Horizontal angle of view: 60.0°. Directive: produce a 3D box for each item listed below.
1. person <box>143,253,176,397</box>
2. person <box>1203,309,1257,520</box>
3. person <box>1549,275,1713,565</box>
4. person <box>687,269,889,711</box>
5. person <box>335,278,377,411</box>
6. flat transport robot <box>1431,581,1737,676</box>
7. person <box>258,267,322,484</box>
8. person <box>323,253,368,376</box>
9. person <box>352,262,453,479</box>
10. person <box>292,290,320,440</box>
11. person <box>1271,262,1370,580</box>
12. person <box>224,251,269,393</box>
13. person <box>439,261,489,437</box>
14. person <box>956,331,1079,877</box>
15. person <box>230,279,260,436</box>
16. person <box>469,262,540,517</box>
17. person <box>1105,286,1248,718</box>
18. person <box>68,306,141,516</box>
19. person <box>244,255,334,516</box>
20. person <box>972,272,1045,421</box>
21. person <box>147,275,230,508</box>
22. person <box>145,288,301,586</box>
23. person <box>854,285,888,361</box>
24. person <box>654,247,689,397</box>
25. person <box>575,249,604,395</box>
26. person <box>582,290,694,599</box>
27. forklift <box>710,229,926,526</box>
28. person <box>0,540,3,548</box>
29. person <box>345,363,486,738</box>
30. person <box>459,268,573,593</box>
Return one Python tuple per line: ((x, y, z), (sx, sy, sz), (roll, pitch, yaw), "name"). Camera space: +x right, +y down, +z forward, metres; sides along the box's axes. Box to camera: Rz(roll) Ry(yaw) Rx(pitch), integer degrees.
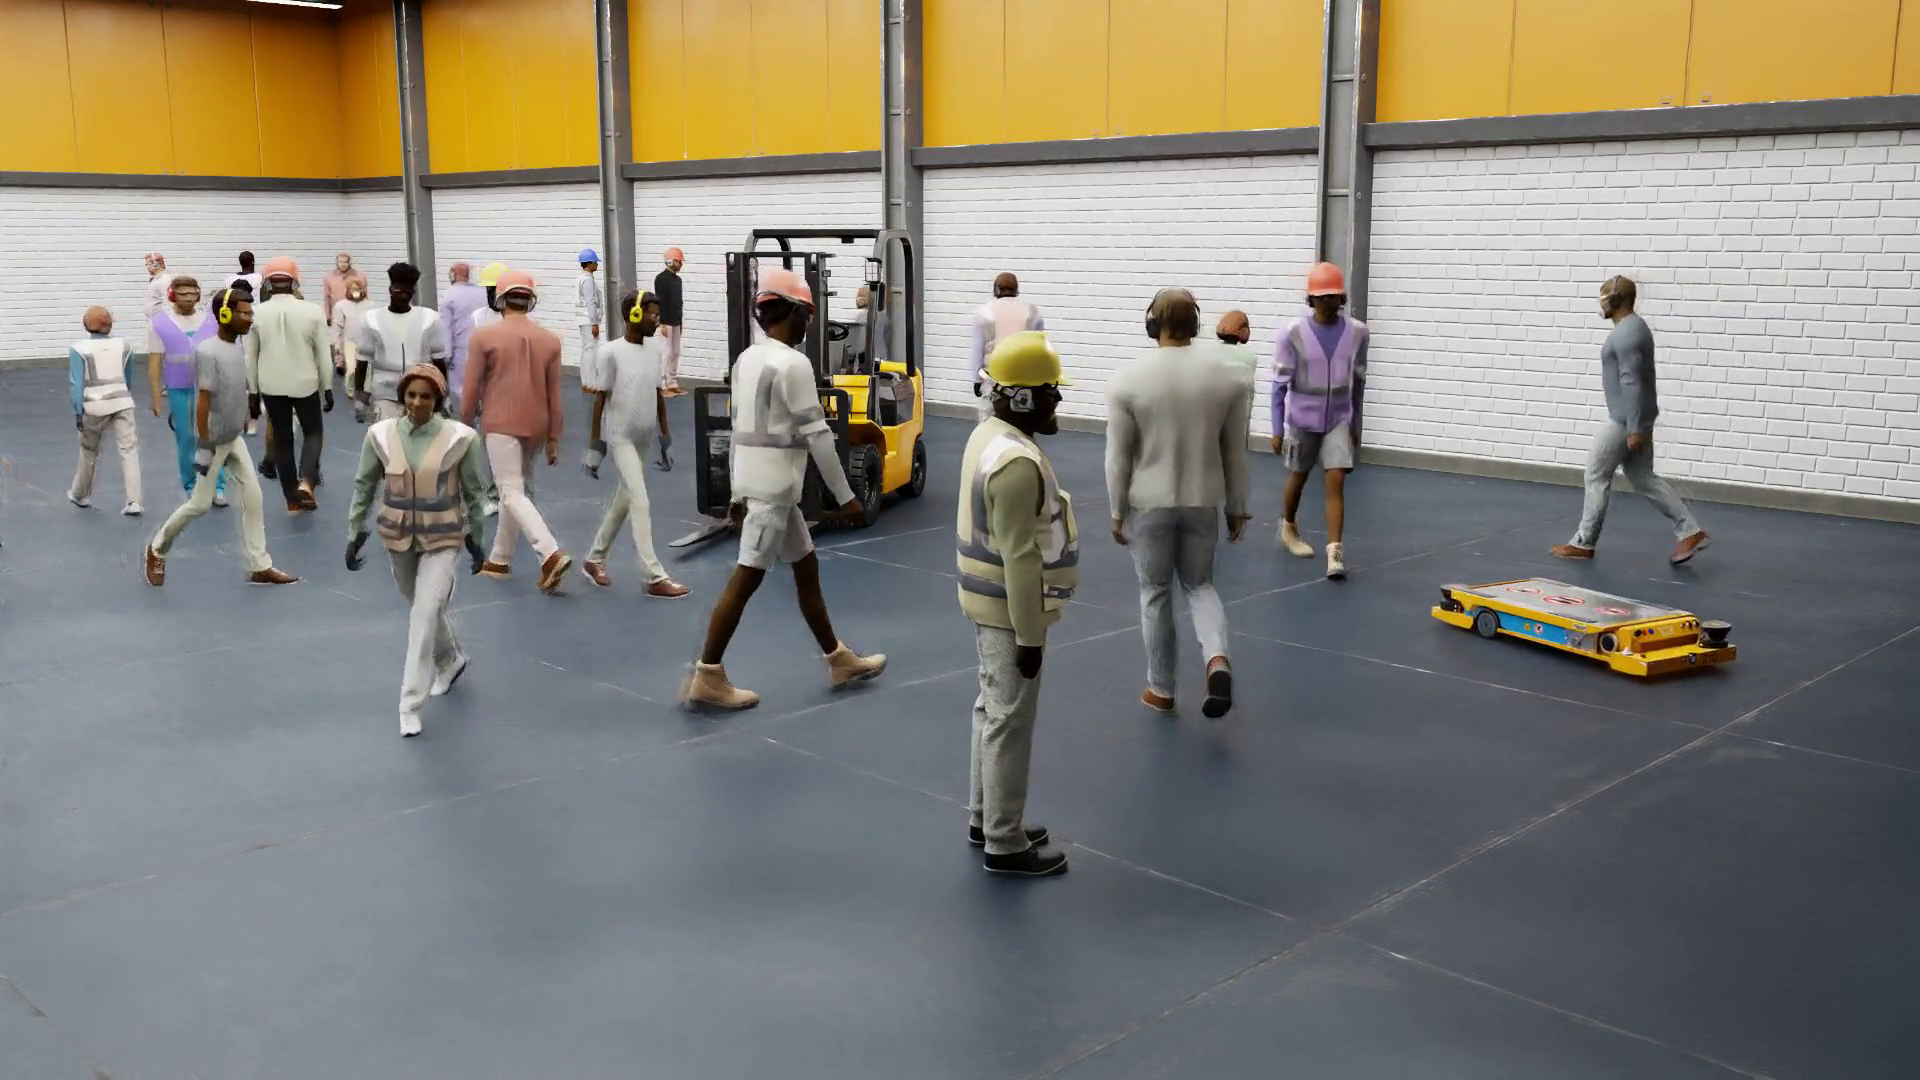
((-10.619, -2.859, 22.118), (0.407, 1.902, 0.639), (-6, 12, -30), "person")
((1.915, -0.891, 12.217), (0.505, 1.608, 0.758), (9, 14, 40), "person")
((4.411, -0.767, 10.770), (0.941, 1.894, 0.673), (6, 12, 30), "person")
((-0.816, -0.223, 7.554), (1.020, 1.976, 0.631), (-5, 11, -23), "person")
((-7.312, -2.374, 20.225), (0.518, 1.617, 0.343), (-6, 12, -29), "person")
((3.217, 0.422, 8.674), (0.652, 0.197, 1.431), (-6, 12, -28), "flat transport robot")
((-5.824, -1.424, 14.352), (0.557, 1.887, 1.003), (-8, 13, -38), "person")
((-9.341, -3.421, 25.316), (0.646, 1.846, 0.995), (-3, 11, -17), "person")
((-4.101, -1.063, 12.222), (0.709, 1.935, 0.478), (-4, 11, -20), "person")
((-6.886, -1.837, 17.133), (0.521, 1.700, 0.626), (2, 11, 8), "person")
((2.275, -0.775, 10.604), (0.618, 1.978, 1.094), (0, 10, -1), "person")
((-9.581, -2.927, 22.440), (0.590, 1.920, 0.399), (1, 10, 4), "person")
((-5.076, -1.967, 17.346), (0.667, 1.876, 0.654), (6, 12, 31), "person")
((0.193, 0.219, 5.556), (0.403, 1.826, 0.596), (-1, 10, -7), "person")
((-7.520, -1.894, 17.469), (0.542, 1.661, 0.785), (-3, 11, -17), "person")
((-3.445, -1.123, 12.576), (0.585, 1.928, 0.369), (2, 11, 12), "person")
((0.957, -0.131, 7.218), (0.637, 1.919, 0.627), (-2, 11, -9), "person")
((-6.591, -0.989, 12.765), (0.903, 1.584, 0.521), (8, 13, 37), "person")
((-5.079, -1.158, 12.608), (0.640, 1.980, 0.474), (-3, 11, -15), "person")
((0.423, -1.403, 14.419), (0.658, 1.821, 0.434), (-1, 10, -7), "person")
((-5.965, -1.138, 12.948), (0.589, 1.815, 0.753), (-6, 12, -31), "person")
((-4.537, -0.610, 10.069), (0.862, 1.829, 0.549), (1, 10, 6), "person")
((-0.930, -1.858, 17.443), (0.377, 1.621, 0.500), (10, 14, 43), "person")
((-3.830, -2.894, 22.094), (0.425, 1.982, 0.626), (4, 11, 20), "person")
((-4.954, -2.911, 22.264), (0.380, 1.951, 0.605), (-4, 11, -23), "person")
((-1.979, -0.578, 9.952), (0.939, 1.811, 0.549), (6, 12, 31), "person")
((-1.050, -1.319, 12.920), (1.214, 2.155, 2.313), (2, 11, 13), "forklift")
((-6.563, -0.710, 10.875), (0.524, 1.726, 0.910), (-4, 11, -19), "person")
((-2.388, -0.004, 7.393), (0.579, 1.590, 0.855), (0, 10, -1), "person")
((-2.642, -0.672, 10.081), (0.987, 1.946, 0.620), (9, 14, 41), "person")
